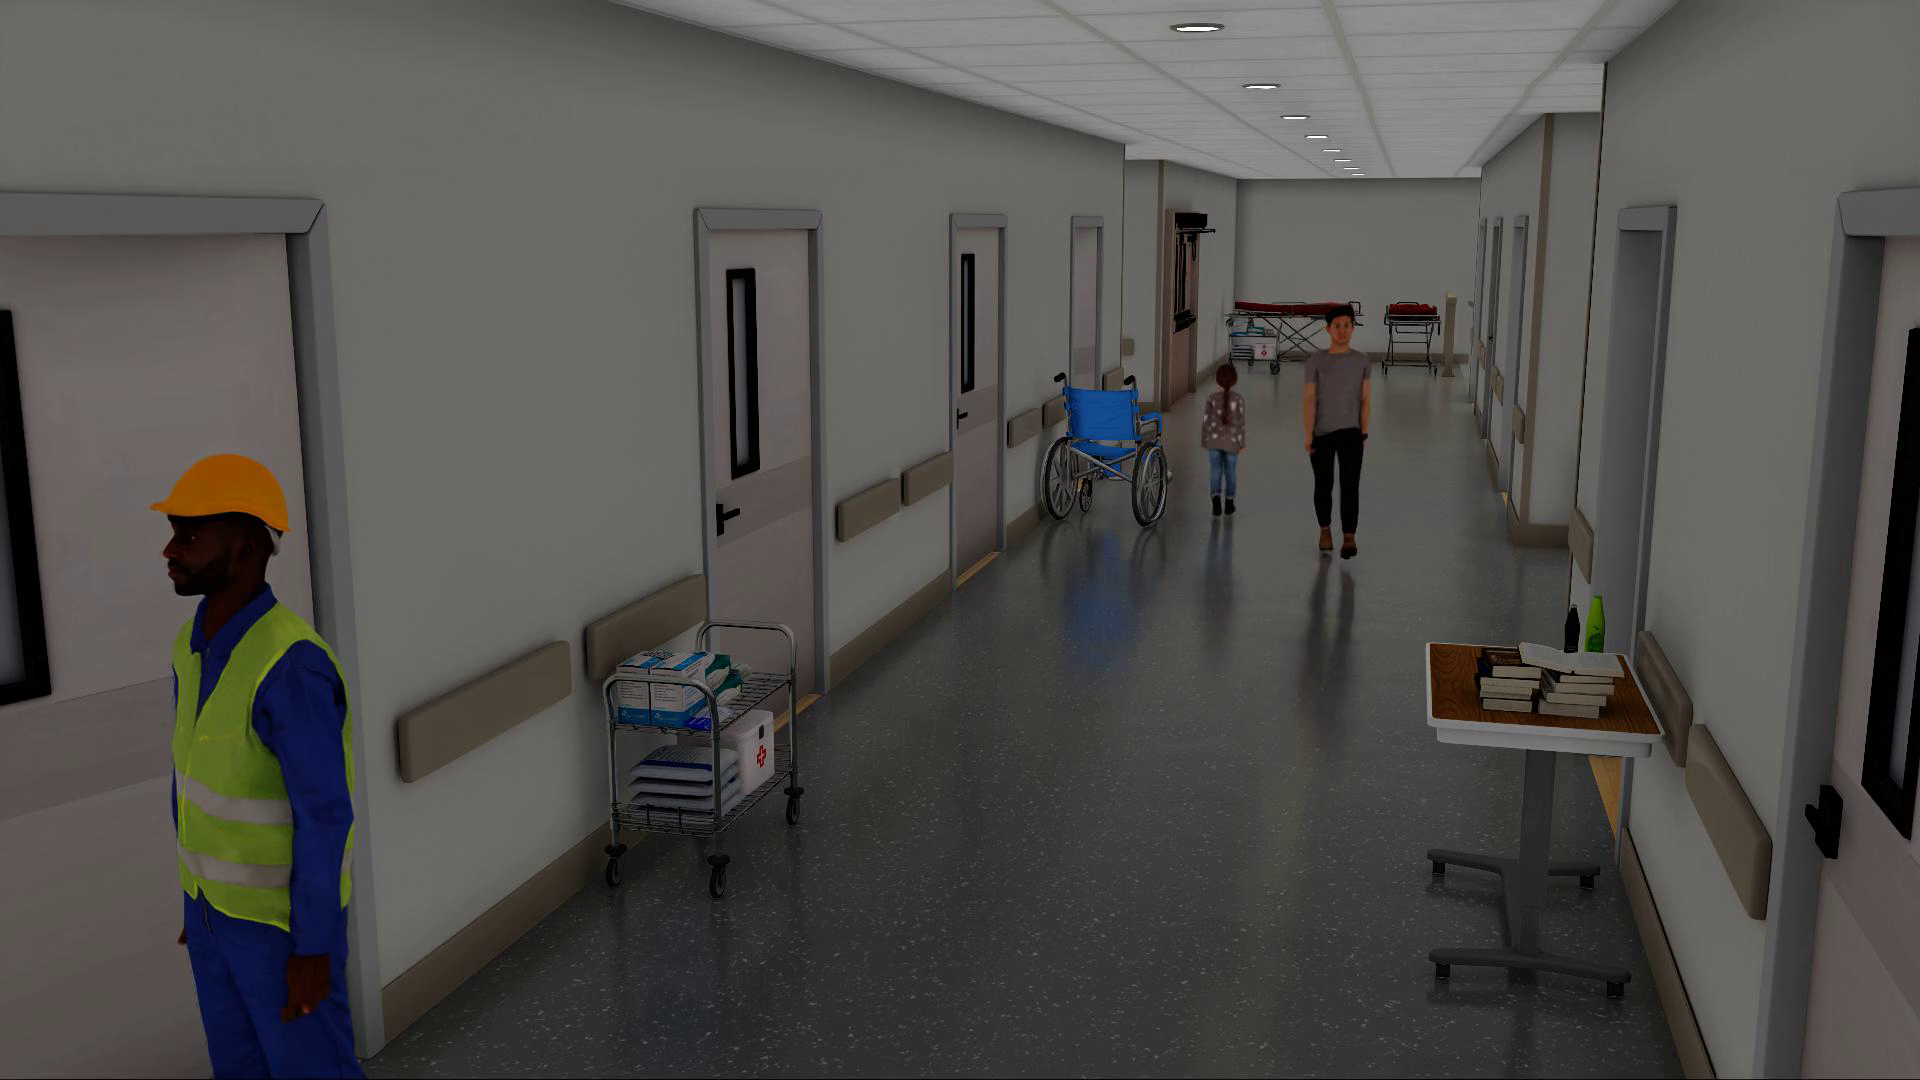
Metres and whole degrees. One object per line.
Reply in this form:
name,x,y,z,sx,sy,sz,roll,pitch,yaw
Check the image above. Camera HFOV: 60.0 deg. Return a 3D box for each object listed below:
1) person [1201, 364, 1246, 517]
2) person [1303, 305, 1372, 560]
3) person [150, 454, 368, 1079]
person,2.017,-0.749,12.807,0.509,1.179,0.723,2,11,12
person,2.548,-0.727,11.338,0.678,1.683,1.068,2,11,9
person,-1.393,0.725,3.336,0.745,1.813,0.726,9,14,38
